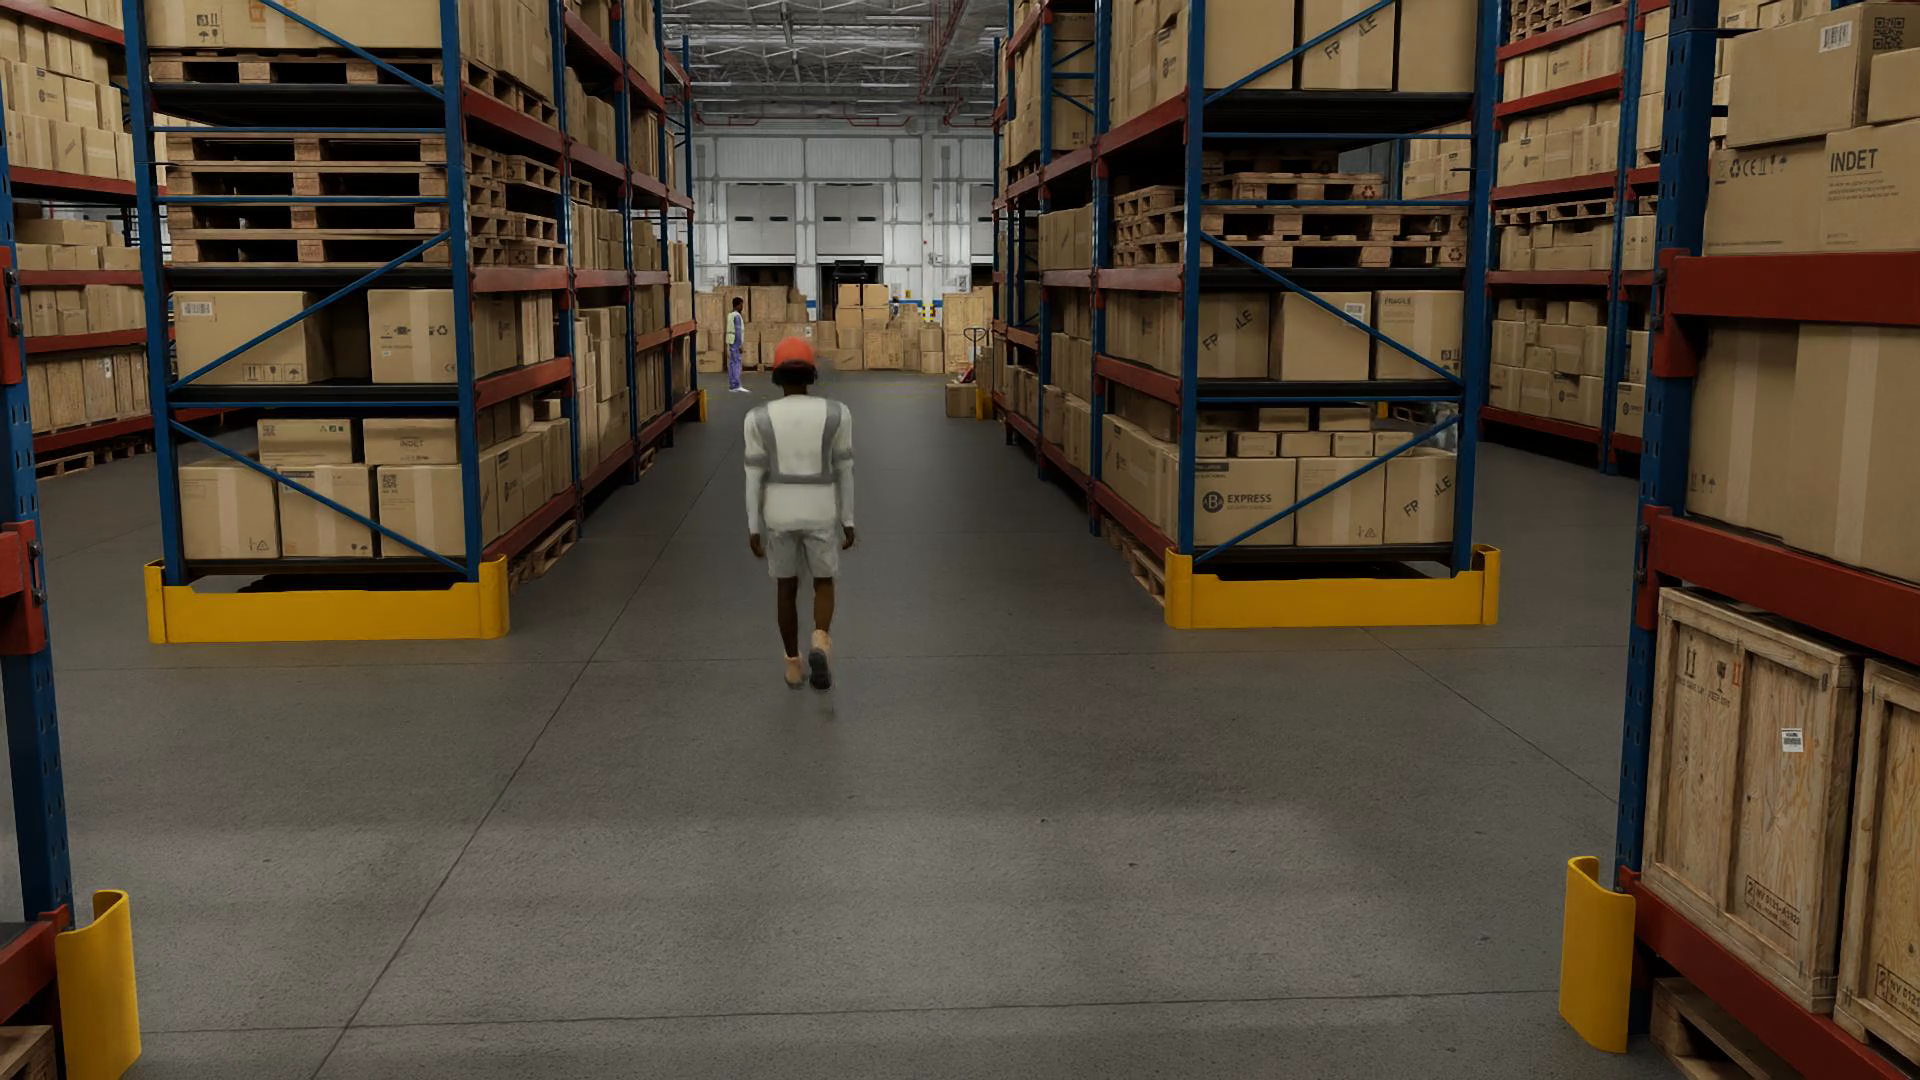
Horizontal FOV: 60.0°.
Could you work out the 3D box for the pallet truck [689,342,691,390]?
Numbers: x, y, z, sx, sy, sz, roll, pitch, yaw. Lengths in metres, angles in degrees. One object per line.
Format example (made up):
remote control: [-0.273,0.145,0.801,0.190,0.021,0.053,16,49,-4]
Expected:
pallet truck: [-5.225,-3.008,27.480,1.885,1.965,0.823,2,9,14]

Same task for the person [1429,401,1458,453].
person: [5.432,-1.383,18.468,0.551,1.618,0.534,-1,9,-7]

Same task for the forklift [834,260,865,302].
forklift: [-3.397,-7.253,51.371,1.129,2.768,1.873,-1,9,-4]

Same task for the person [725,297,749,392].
person: [-4.531,-3.942,33.612,0.392,1.914,0.587,-4,10,-24]

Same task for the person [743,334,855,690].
person: [-0.897,-0.129,9.302,0.623,2.031,0.663,-1,9,-7]

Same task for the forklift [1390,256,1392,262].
forklift: [10.311,-5.611,41.062,1.873,2.768,1.129,-1,9,-4]

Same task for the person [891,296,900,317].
person: [-2.227,-7.626,57.598,0.306,1.639,0.523,1,9,4]
